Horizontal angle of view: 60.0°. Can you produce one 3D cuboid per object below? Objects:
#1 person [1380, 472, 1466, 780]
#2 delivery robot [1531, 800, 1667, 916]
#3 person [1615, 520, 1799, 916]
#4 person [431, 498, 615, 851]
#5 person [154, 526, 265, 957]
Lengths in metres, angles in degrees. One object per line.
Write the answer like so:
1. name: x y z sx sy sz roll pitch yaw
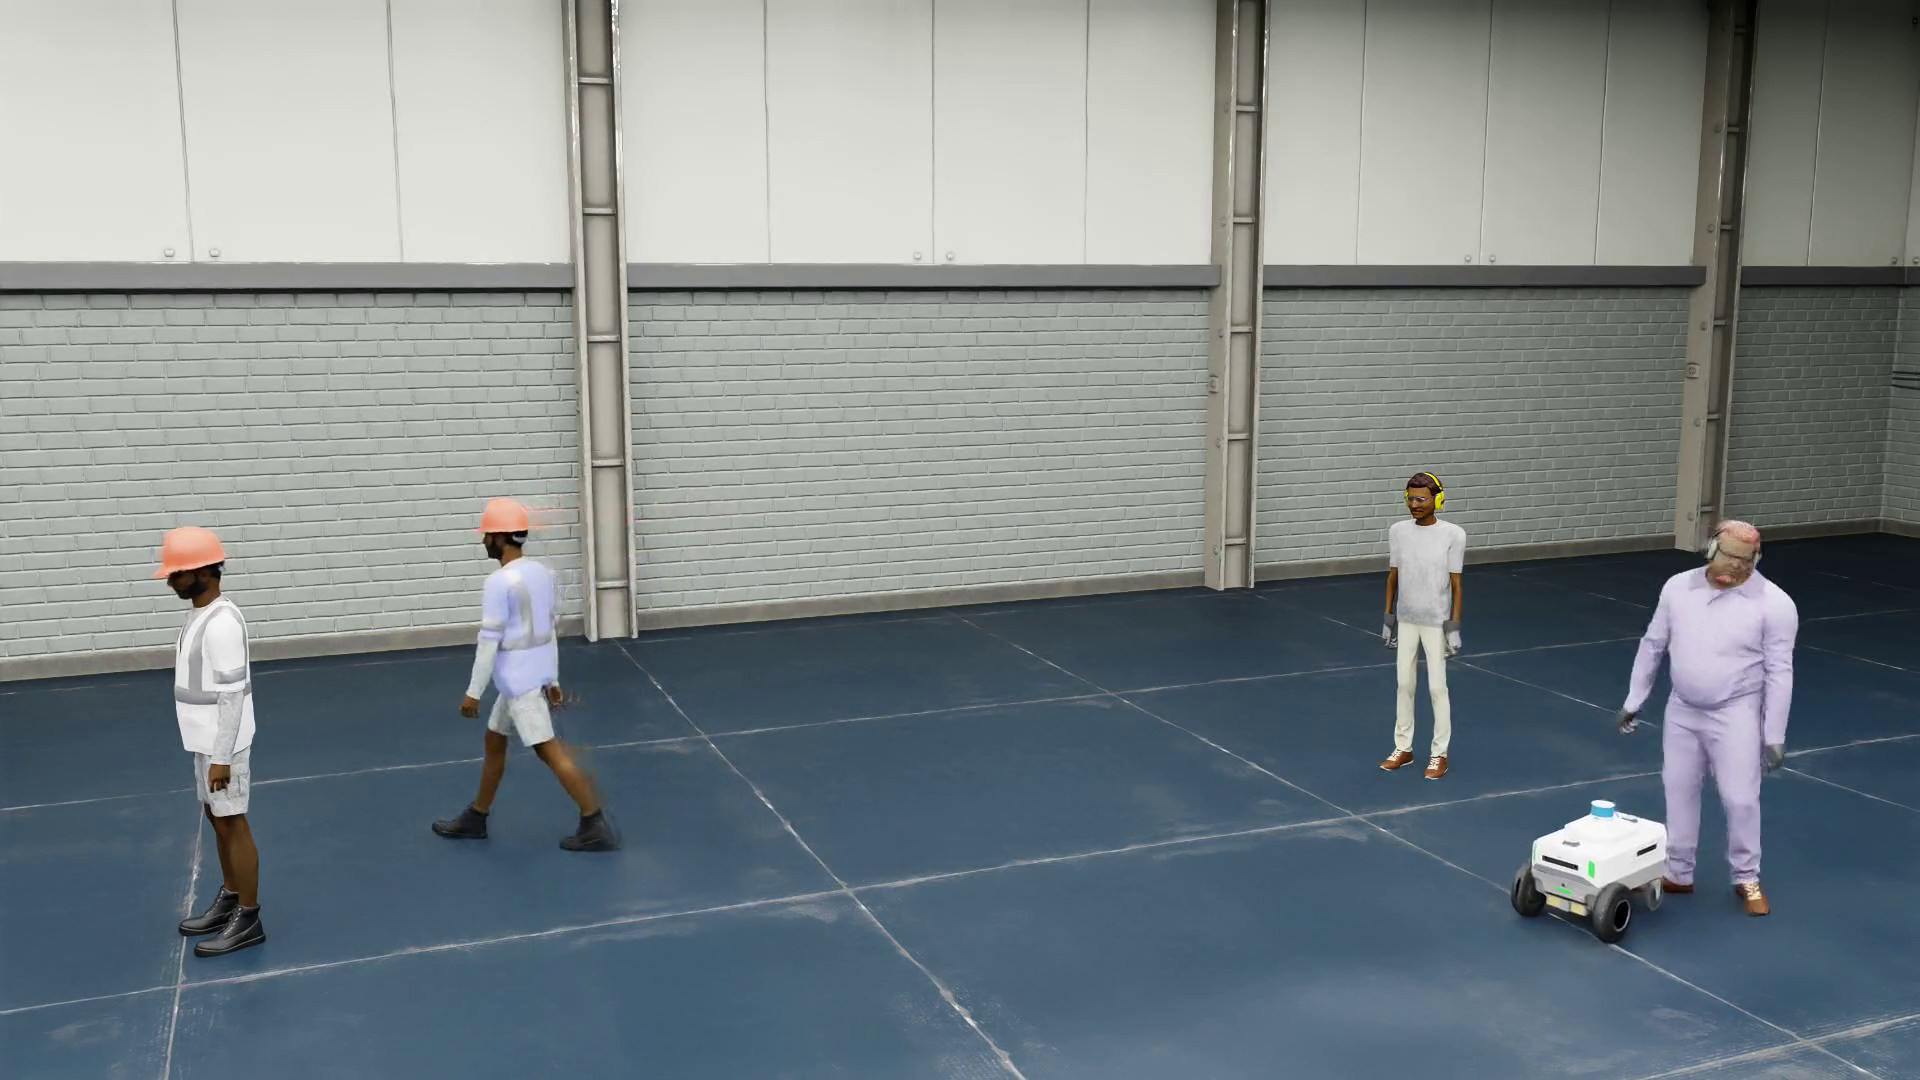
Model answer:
1. person: 2.803 0.511 10.084 0.516 1.865 0.312 7 12 39
2. delivery robot: 3.015 1.472 7.833 0.707 0.478 0.477 -8 12 -39
3. person: 3.589 0.832 8.009 0.433 1.888 0.762 -6 11 -33
4. person: -2.301 0.717 8.763 1.041 1.882 0.545 1 9 5
5. person: -3.362 0.890 7.464 0.361 1.935 0.544 -6 11 -34
